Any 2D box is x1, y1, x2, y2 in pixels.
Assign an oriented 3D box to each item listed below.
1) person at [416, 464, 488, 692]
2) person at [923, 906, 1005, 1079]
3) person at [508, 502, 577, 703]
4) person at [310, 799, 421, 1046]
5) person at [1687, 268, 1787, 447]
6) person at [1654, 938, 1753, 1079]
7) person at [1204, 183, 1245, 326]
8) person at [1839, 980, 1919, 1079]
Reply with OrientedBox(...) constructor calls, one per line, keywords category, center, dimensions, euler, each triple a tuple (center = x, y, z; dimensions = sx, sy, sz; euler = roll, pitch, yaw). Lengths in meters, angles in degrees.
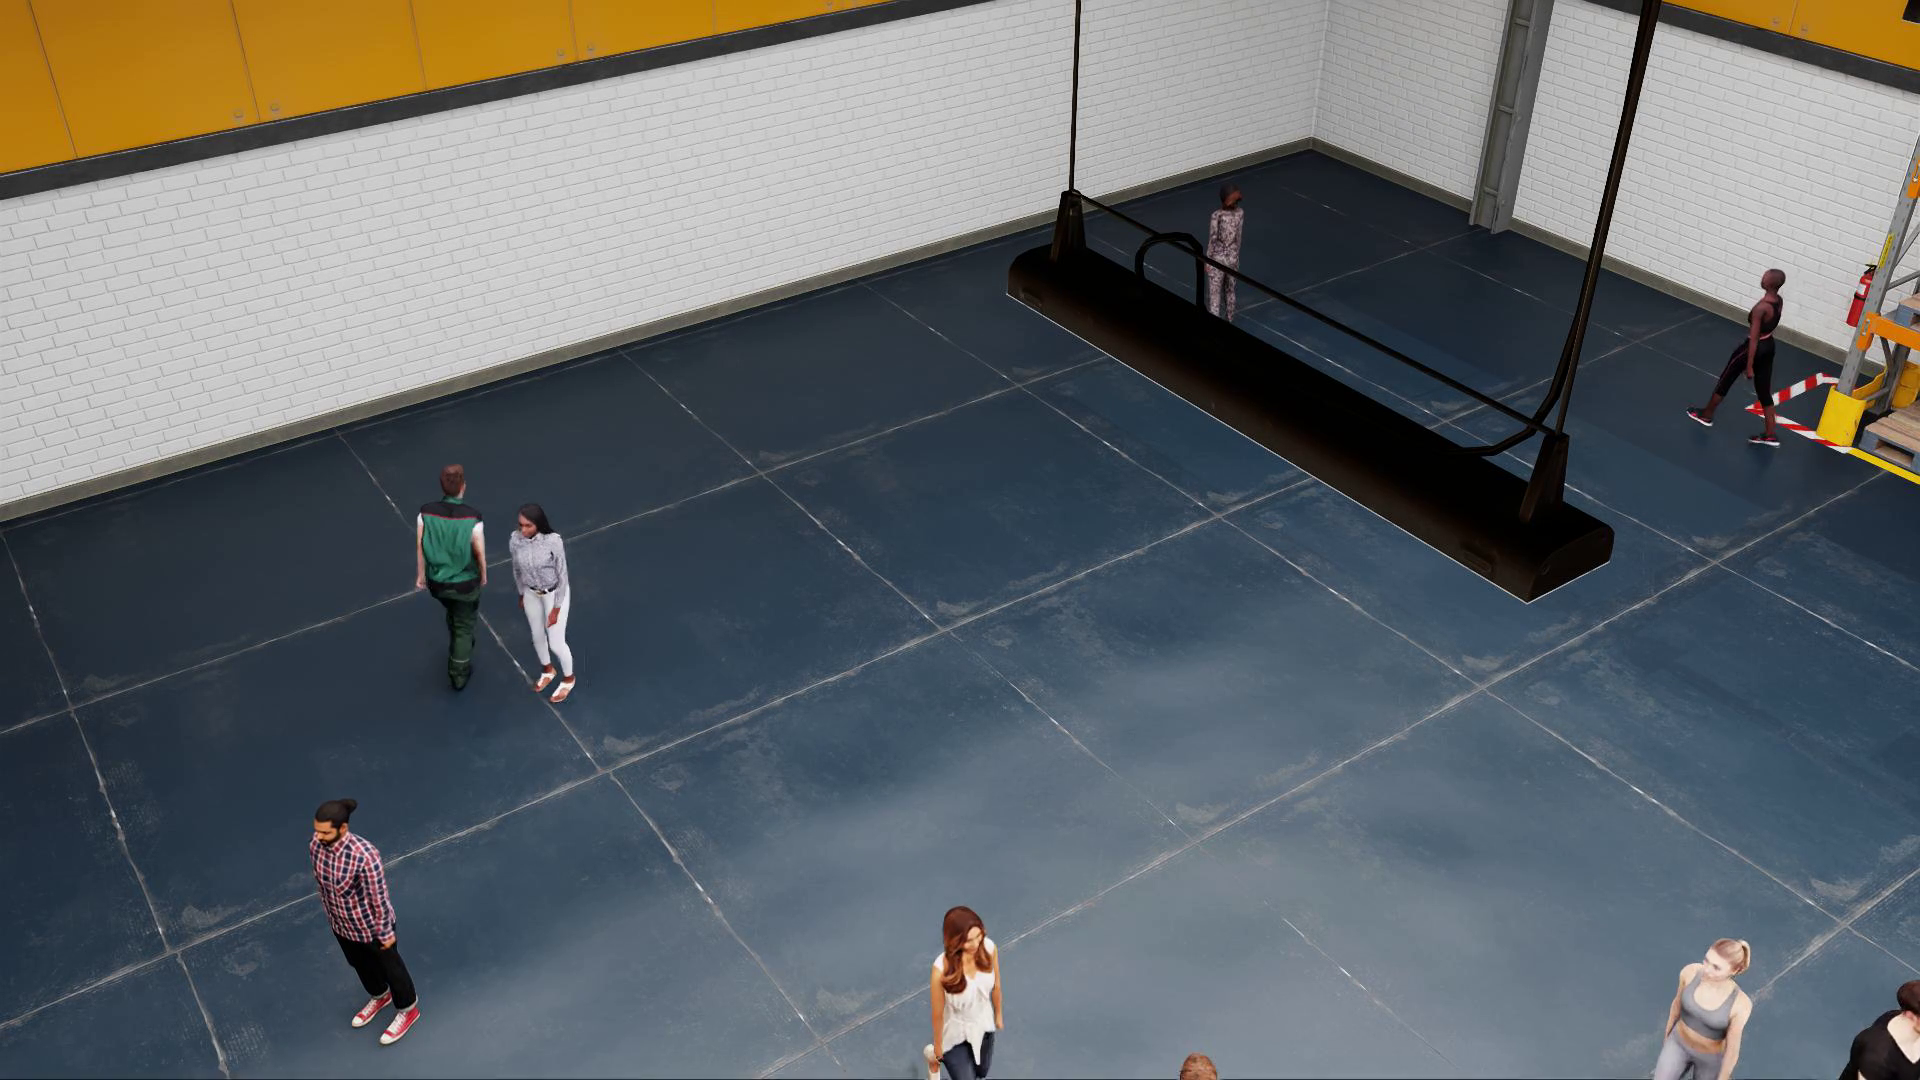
OrientedBox(category="person", center=(-3.811, 0.343, 12.451), dimensions=(0.948, 1.799, 1.012), euler=(1, 34, 2))
OrientedBox(category="person", center=(-0.021, 2.614, 9.064), dimensions=(0.583, 1.768, 0.945), euler=(-21, 39, -28))
OrientedBox(category="person", center=(-3.055, 0.424, 12.409), dimensions=(0.752, 1.711, 0.817), euler=(12, 36, 18))
OrientedBox(category="person", center=(-3.484, 2.193, 9.704), dimensions=(0.718, 1.759, 0.833), euler=(14, 36, 20))
OrientedBox(category="person", center=(7.527, -1.674, 15.561), dimensions=(0.614, 1.716, 1.165), euler=(-20, 38, -27))
OrientedBox(category="person", center=(4.008, 2.754, 8.961), dimensions=(0.766, 1.648, 1.102), euler=(-29, 43, -36))
OrientedBox(category="person", center=(2.761, -2.924, 17.444), dimensions=(0.609, 1.713, 0.595), euler=(-15, 36, -21))
OrientedBox(category="person", center=(4.531, 2.897, 8.559), dimensions=(0.677, 1.854, 1.218), euler=(-20, 39, -28))
